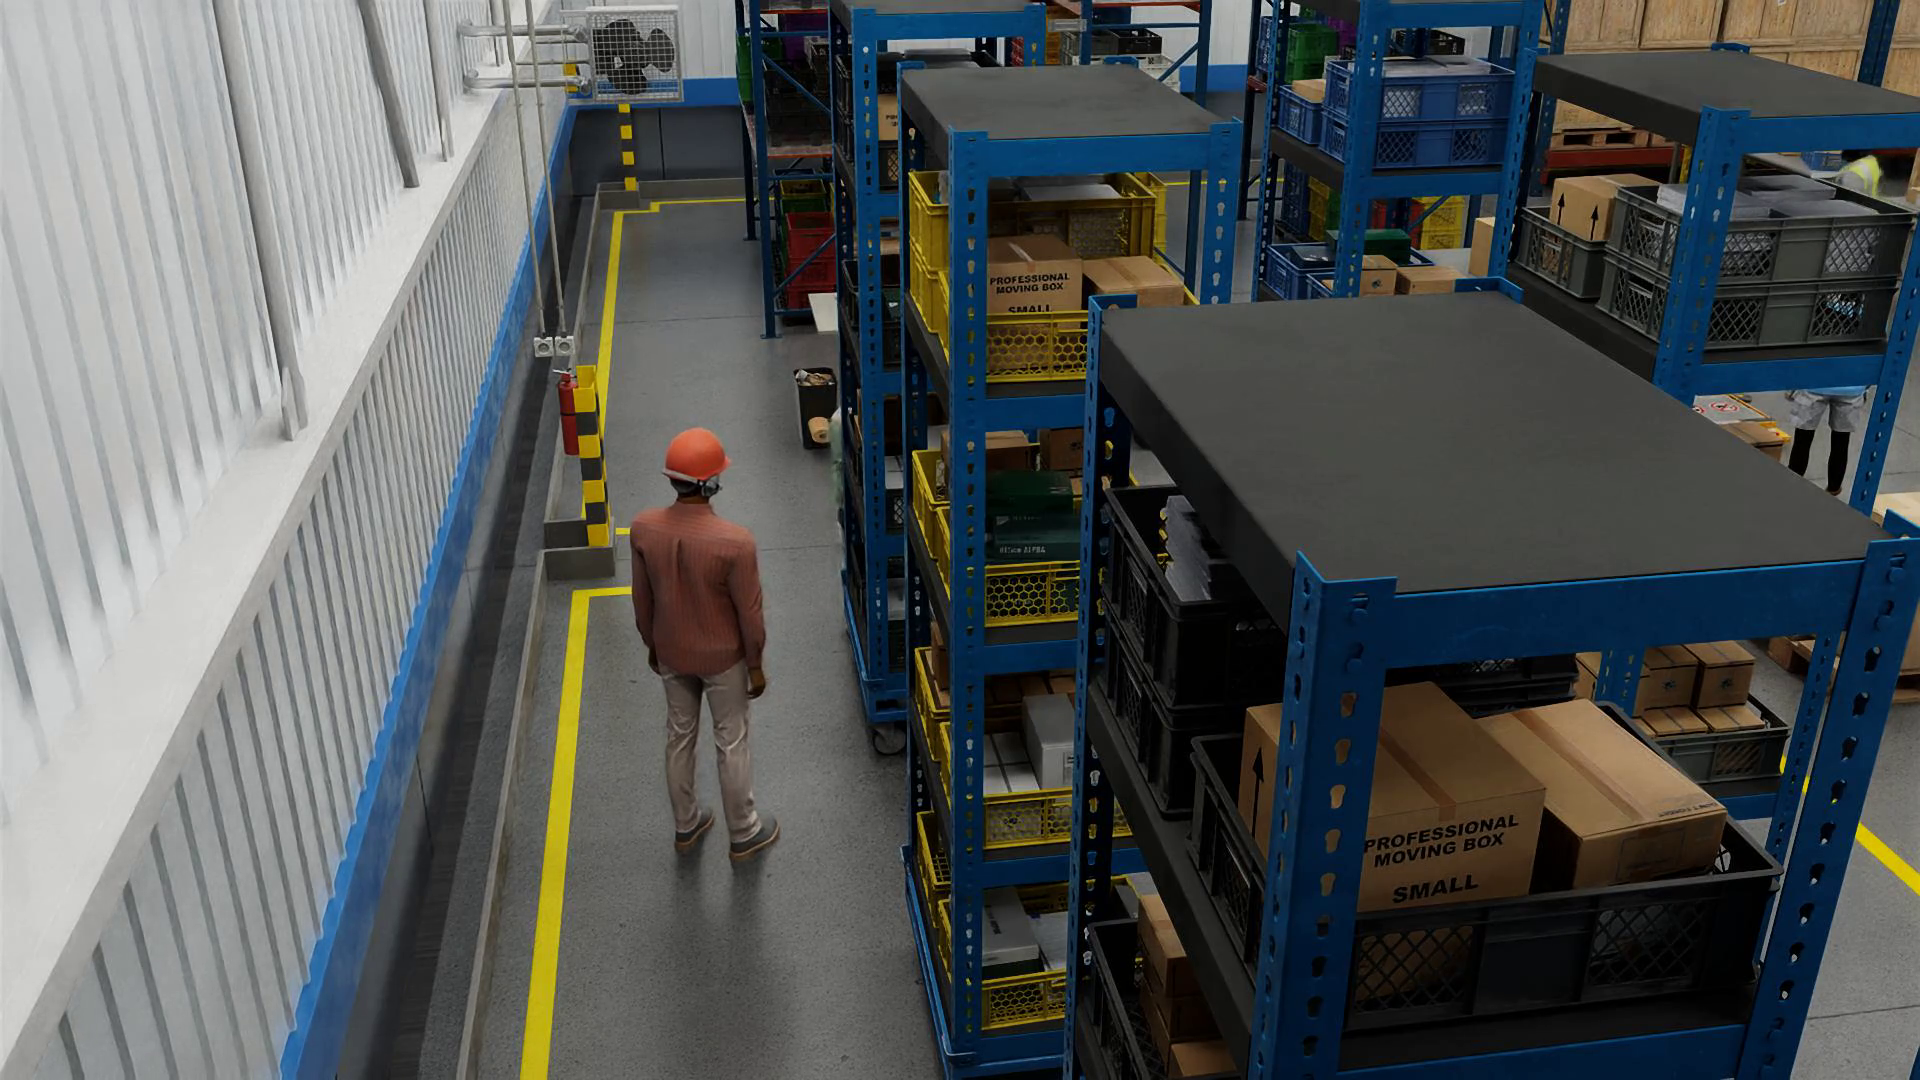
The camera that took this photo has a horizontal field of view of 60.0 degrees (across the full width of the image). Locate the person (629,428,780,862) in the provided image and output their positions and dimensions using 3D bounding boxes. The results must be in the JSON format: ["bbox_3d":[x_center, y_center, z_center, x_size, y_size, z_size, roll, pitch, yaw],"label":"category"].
[{"bbox_3d":[-1.106,0.465,7.207,0.612,1.994,0.394,10,26,20],"label":"person"}]

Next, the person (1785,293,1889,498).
[{"bbox_3d":[5.603,-0.981,10.710,0.531,1.690,0.320,6,25,12],"label":"person"}]
